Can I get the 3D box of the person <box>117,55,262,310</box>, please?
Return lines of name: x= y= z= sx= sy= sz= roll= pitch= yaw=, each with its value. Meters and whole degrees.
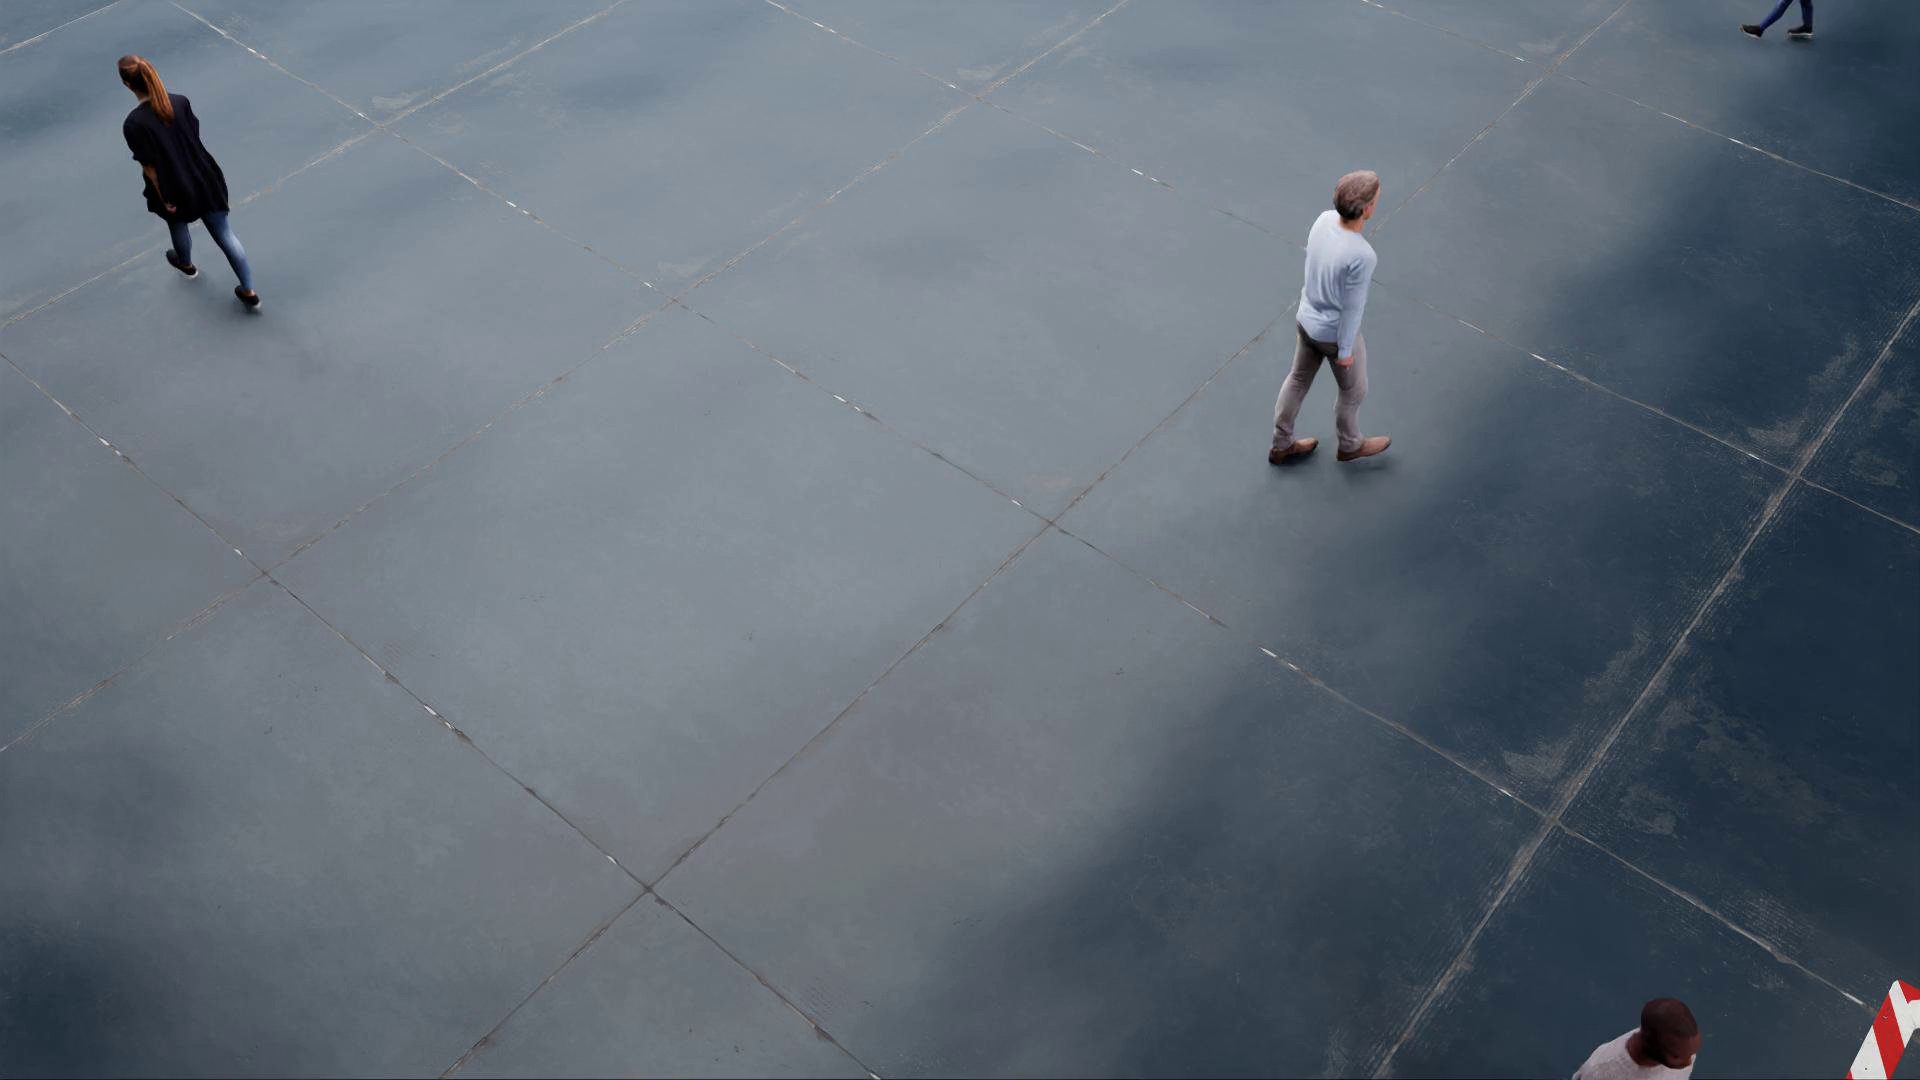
person: x=-4.516 y=-2.063 z=9.852 sx=1.000 sy=1.644 sz=0.632 roll=34 pitch=56 yaw=27

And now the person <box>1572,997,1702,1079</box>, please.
person: x=2.267 y=2.062 z=5.960 sx=0.888 sy=1.759 sz=1.081 roll=-19 pitch=50 yaw=-17

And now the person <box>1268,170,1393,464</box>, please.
person: x=1.884 y=-1.101 z=8.807 sx=0.996 sy=1.874 sz=0.988 roll=-15 pitch=49 yaw=-14

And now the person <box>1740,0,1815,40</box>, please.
person: x=6.250 y=-4.162 z=12.175 sx=0.836 sy=1.084 sz=0.718 roll=3 pitch=47 yaw=3
